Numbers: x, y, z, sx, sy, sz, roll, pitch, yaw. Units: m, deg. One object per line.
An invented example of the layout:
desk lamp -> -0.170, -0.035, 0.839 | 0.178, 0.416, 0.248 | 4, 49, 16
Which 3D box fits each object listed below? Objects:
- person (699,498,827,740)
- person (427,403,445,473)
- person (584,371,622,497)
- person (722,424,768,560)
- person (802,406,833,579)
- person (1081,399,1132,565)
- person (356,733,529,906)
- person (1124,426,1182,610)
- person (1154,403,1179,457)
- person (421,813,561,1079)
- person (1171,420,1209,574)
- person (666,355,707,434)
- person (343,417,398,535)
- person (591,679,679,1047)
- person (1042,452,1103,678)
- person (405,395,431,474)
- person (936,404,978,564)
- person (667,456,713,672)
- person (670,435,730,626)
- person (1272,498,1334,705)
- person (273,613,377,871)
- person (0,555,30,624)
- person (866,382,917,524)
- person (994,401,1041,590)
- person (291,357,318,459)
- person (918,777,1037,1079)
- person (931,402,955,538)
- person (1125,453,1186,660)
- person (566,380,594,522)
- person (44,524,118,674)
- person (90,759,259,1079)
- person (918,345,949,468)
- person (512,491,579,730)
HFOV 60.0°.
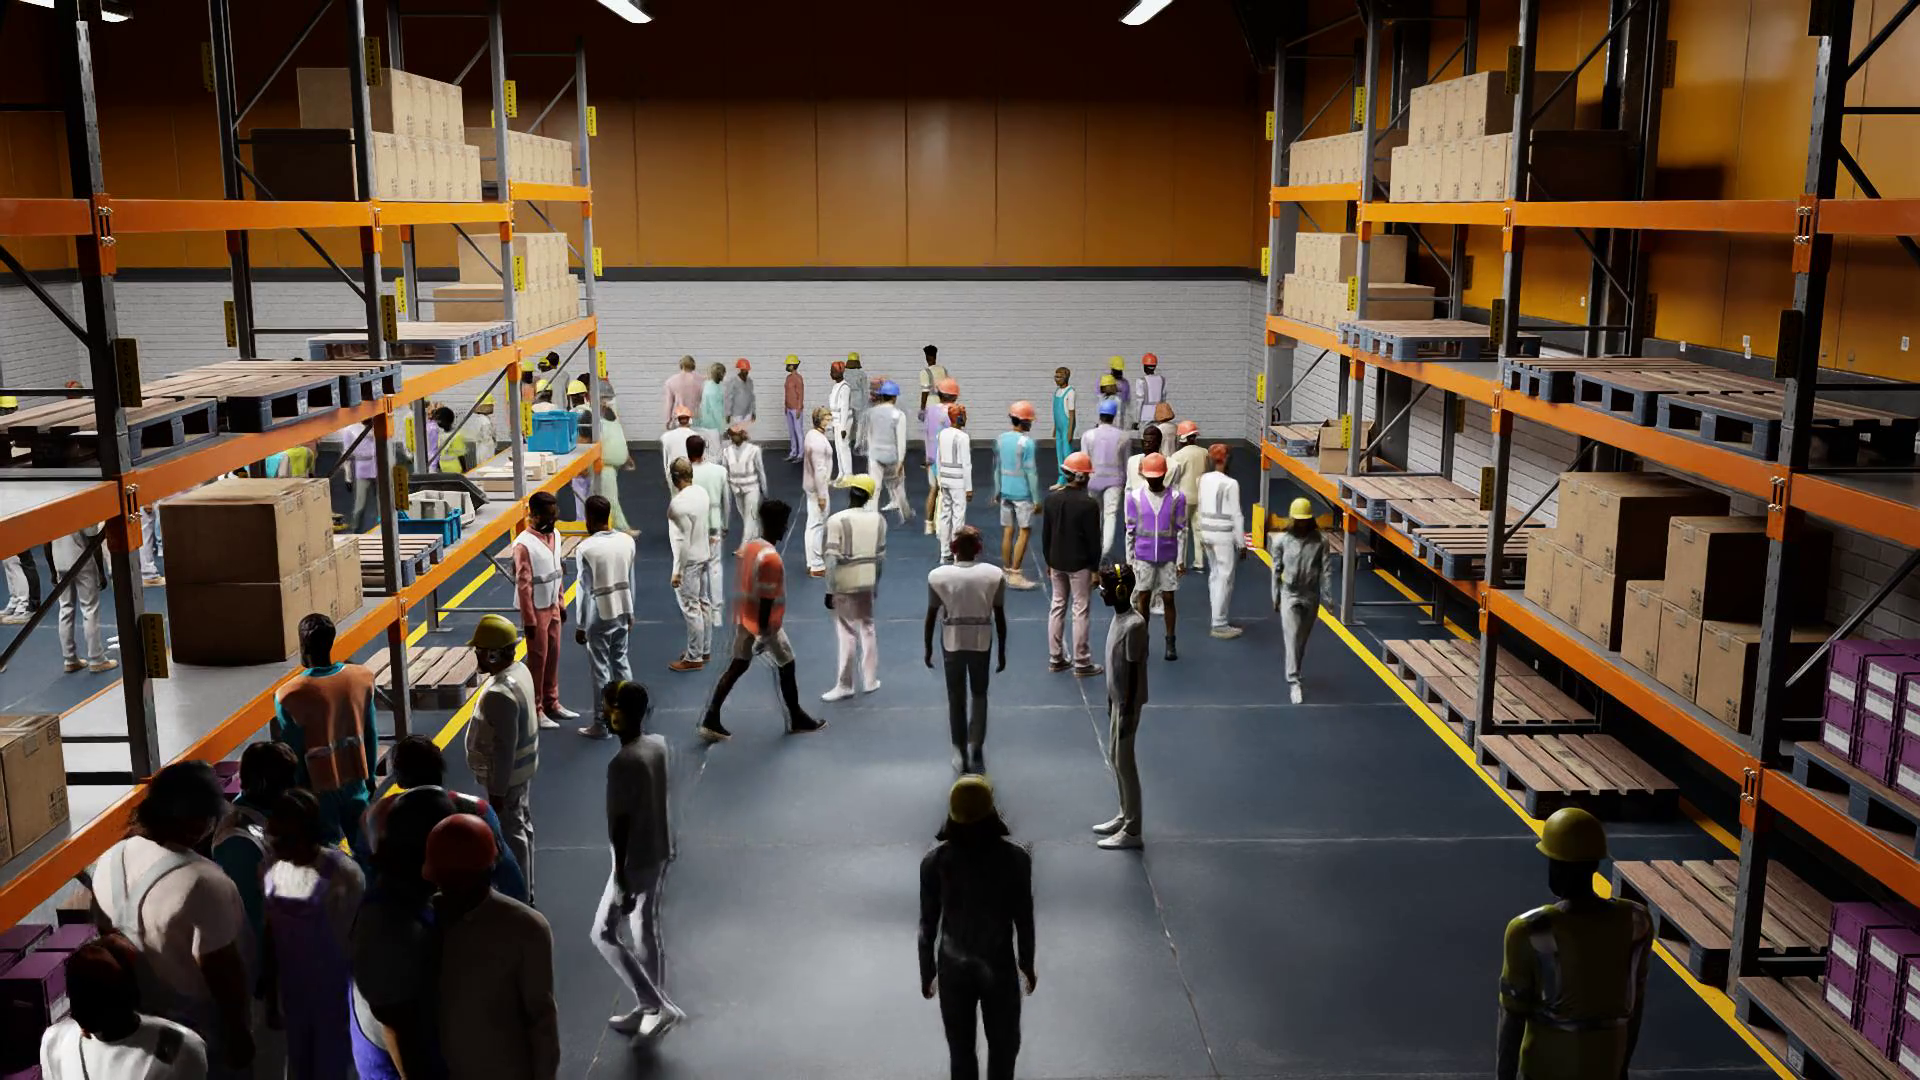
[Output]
person -> -1.579, 0.625, 12.871 | 1.034, 1.910, 0.622 | -6, 13, -28
person -> -6.773, -0.968, 21.525 | 0.314, 1.628, 0.527 | -4, 12, -19
person -> -5.135, -1.511, 23.724 | 0.581, 1.835, 0.395 | 6, 13, 27
person -> -2.559, -0.564, 19.567 | 0.529, 1.588, 0.844 | 5, 12, 22
person -> -1.577, -0.538, 18.598 | 0.375, 1.934, 0.628 | -2, 11, -10
person -> 1.697, -0.678, 19.395 | 0.616, 1.906, 0.948 | 2, 11, 11
person -> -2.282, 1.743, 7.457 | 0.727, 1.817, 0.575 | 1, 11, 4
person -> 1.961, -0.219, 17.038 | 0.587, 1.920, 0.390 | 6, 13, 27
person -> 2.642, -0.957, 21.487 | 0.286, 1.626, 0.498 | 11, 16, 44
person -> -1.756, 1.935, 6.077 | 0.620, 1.985, 0.408 | 3, 12, 16
person -> 2.569, -0.483, 18.805 | 0.569, 1.743, 0.357 | -7, 13, -30
person -> -4.086, -1.819, 25.038 | 0.663, 1.926, 0.441 | -1, 11, -7
person -> -7.112, -0.811, 20.065 | 0.621, 1.904, 0.593 | -8, 14, -33
person -> -1.606, 1.578, 8.184 | 0.383, 1.852, 0.537 | 5, 12, 23
person -> 1.004, 0.213, 14.695 | 0.612, 1.987, 0.400 | 10, 15, 42
person -> -7.233, -1.183, 22.375 | 0.402, 1.722, 0.482 | 2, 11, 9
person -> -0.048, -0.634, 19.211 | 0.358, 1.883, 0.572 | -8, 14, -35
person -> -2.420, 0.213, 14.832 | 0.374, 1.936, 0.627 | 2, 12, 12
person -> -2.608, -0.124, 16.700 | 0.615, 1.867, 1.001 | -4, 12, -21
person -> 2.893, 0.468, 14.150 | 0.504, 1.704, 0.885 | 0, 11, -2
person -> -3.467, 1.347, 9.187 | 0.399, 1.920, 0.589 | 8, 14, 36
person -> -9.507, -0.111, 16.584 | 0.355, 1.885, 0.575 | -10, 15, -40
person -> -0.915, -1.091, 21.447 | 0.622, 1.893, 0.969 | 5, 13, 26
person -> 0.593, -0.496, 18.131 | 0.499, 2.043, 0.780 | -9, 14, -37
person -> -10.824, -2.163, 27.365 | 0.534, 1.694, 0.320 | 3, 12, 14
person -> 0.072, 1.839, 7.179 | 0.520, 1.724, 0.413 | 1, 11, 3
person -> -0.180, -0.891, 20.863 | 0.352, 1.738, 0.573 | -3, 12, -16
person -> 1.783, 0.148, 15.197 | 0.549, 1.924, 0.390 | 1, 11, 7
person -> -4.889, -1.103, 21.499 | 0.397, 1.912, 0.591 | 4, 12, 20
person -> -7.822, 0.278, 14.731 | 0.511, 1.844, 0.328 | 1, 11, 7
person -> -3.086, 1.820, 6.507 | 0.705, 2.000, 0.711 | 6, 13, 28
person -> -0.430, -2.123, 26.470 | 0.371, 1.963, 0.608 | 10, 15, 40
person -> -3.328, 0.551, 13.211 | 0.405, 1.909, 0.597 | 3, 12, 14
